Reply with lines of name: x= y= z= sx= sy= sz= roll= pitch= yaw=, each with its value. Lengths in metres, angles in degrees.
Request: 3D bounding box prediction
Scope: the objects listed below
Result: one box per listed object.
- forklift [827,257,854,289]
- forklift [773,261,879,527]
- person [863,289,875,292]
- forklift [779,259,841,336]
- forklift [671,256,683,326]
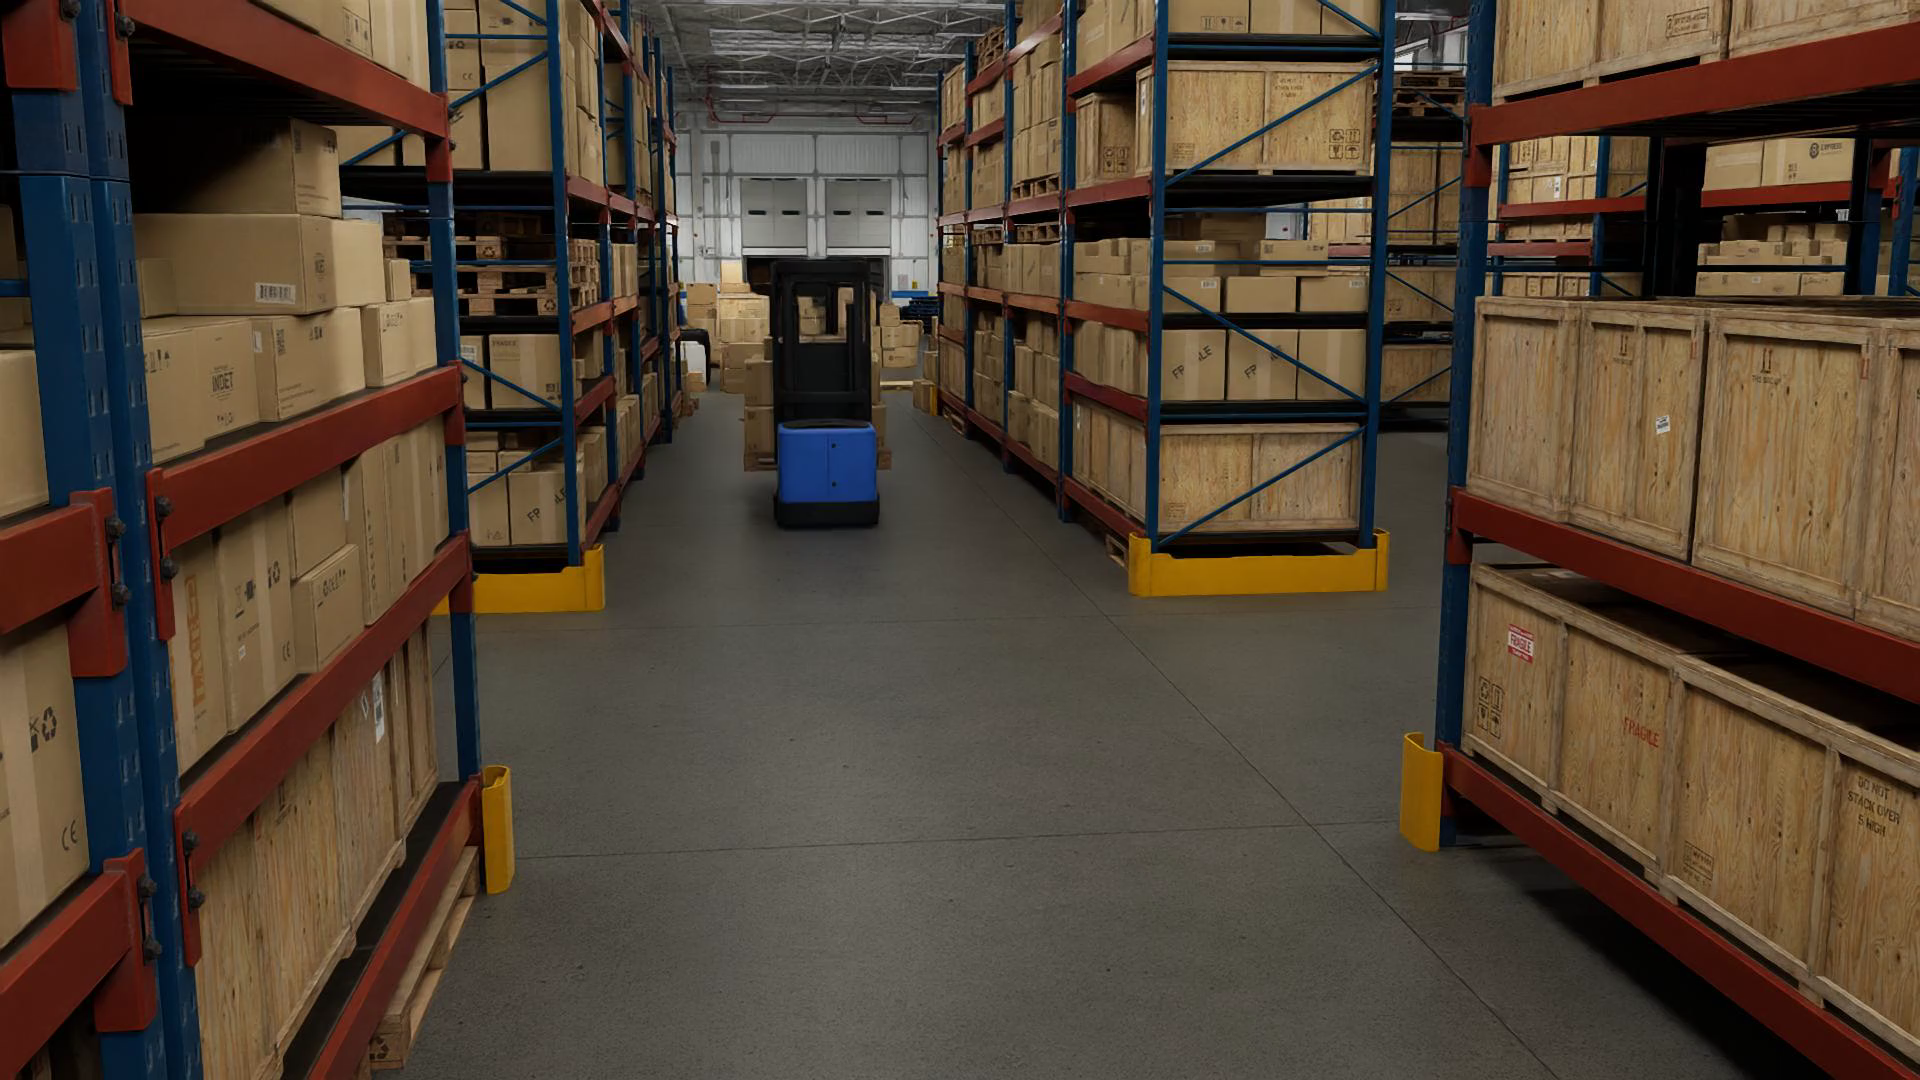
forklift: x=-3.293 y=-6.577 z=46.858 sx=1.129 sy=2.768 sz=1.873 roll=-1 pitch=10 yaw=-7
forklift: x=-1.484 y=-1.638 z=18.100 sx=1.129 sy=2.768 sz=1.873 roll=-1 pitch=10 yaw=-7
person: x=-3.346 y=-8.367 z=60.048 sx=0.646 sy=1.923 sz=0.521 roll=2 pitch=10 yaw=10
forklift: x=-2.346 y=-3.041 z=26.267 sx=1.129 sy=2.768 sz=1.873 roll=-6 pitch=11 yaw=-32
forklift: x=-10.866 y=-8.982 z=60.854 sx=1.129 sy=2.768 sz=1.873 roll=-4 pitch=11 yaw=-22
